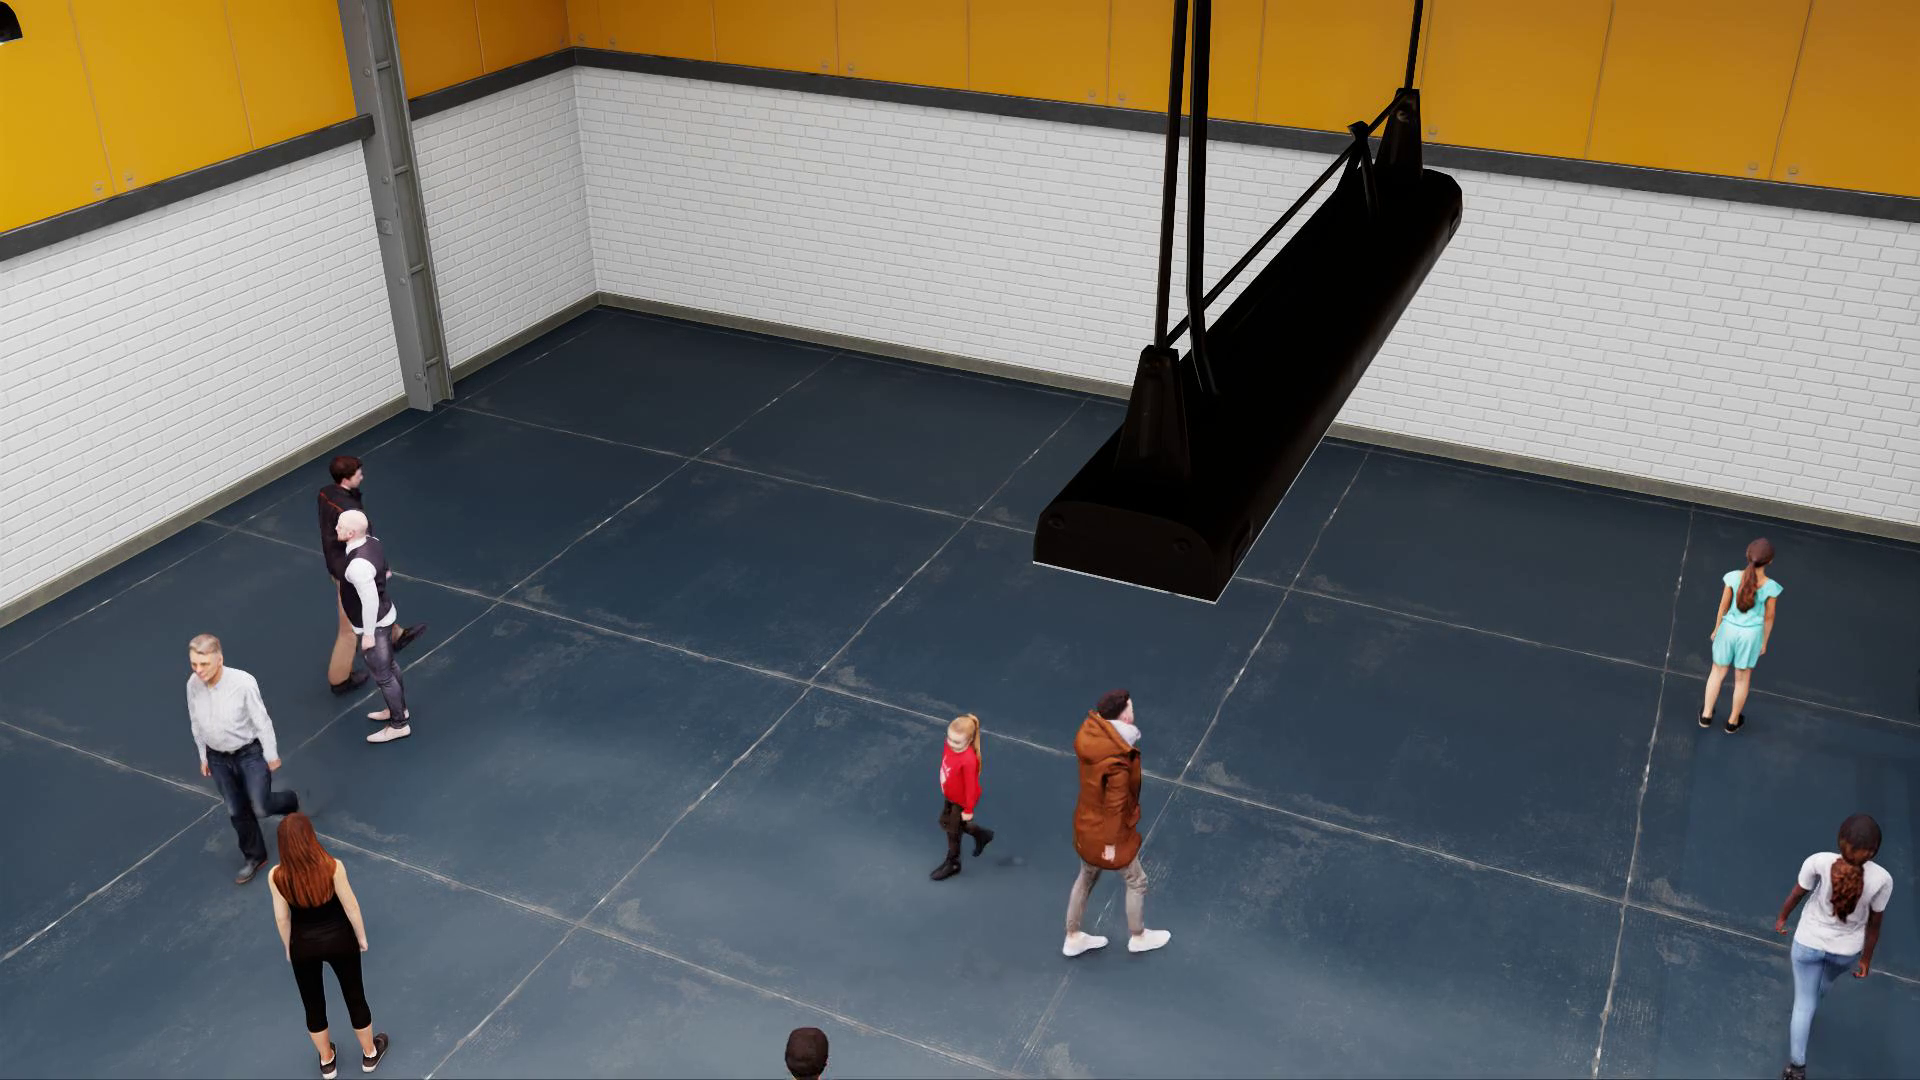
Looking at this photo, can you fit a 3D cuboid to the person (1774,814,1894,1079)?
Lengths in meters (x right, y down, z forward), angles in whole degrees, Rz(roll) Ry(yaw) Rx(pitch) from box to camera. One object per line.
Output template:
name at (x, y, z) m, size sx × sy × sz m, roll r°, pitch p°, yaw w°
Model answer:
person at (4.685, 2.264, 8.993) m, size 0.665 × 1.680 × 1.111 m, roll 10°, pitch 30°, yaw 18°

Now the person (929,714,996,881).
person at (0.047, 1.621, 10.612) m, size 0.808 × 1.261 × 0.722 m, roll -13°, pitch 31°, yaw -22°

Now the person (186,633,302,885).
person at (-4.567, 1.311, 10.614) m, size 0.792 × 1.803 × 0.967 m, roll 5°, pitch 29°, yaw 8°

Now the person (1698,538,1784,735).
person at (5.646, 0.678, 12.031) m, size 0.572 × 1.557 × 0.559 m, roll 17°, pitch 33°, yaw 29°

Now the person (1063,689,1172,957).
person at (0.776, 1.733, 9.838) m, size 1.061 × 1.804 × 1.001 m, roll -9°, pitch 30°, yaw -16°

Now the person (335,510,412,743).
person at (-4.201, 0.599, 11.897) m, size 0.842 × 1.823 × 0.757 m, roll -7°, pitch 29°, yaw -13°

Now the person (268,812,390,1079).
person at (-3.479, 2.205, 9.056) m, size 0.653 × 1.726 × 0.686 m, roll -6°, pitch 29°, yaw -10°

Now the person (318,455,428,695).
person at (-4.611, 0.291, 12.419) m, size 1.245 × 1.864 × 1.007 m, roll -25°, pitch 37°, yaw -38°
